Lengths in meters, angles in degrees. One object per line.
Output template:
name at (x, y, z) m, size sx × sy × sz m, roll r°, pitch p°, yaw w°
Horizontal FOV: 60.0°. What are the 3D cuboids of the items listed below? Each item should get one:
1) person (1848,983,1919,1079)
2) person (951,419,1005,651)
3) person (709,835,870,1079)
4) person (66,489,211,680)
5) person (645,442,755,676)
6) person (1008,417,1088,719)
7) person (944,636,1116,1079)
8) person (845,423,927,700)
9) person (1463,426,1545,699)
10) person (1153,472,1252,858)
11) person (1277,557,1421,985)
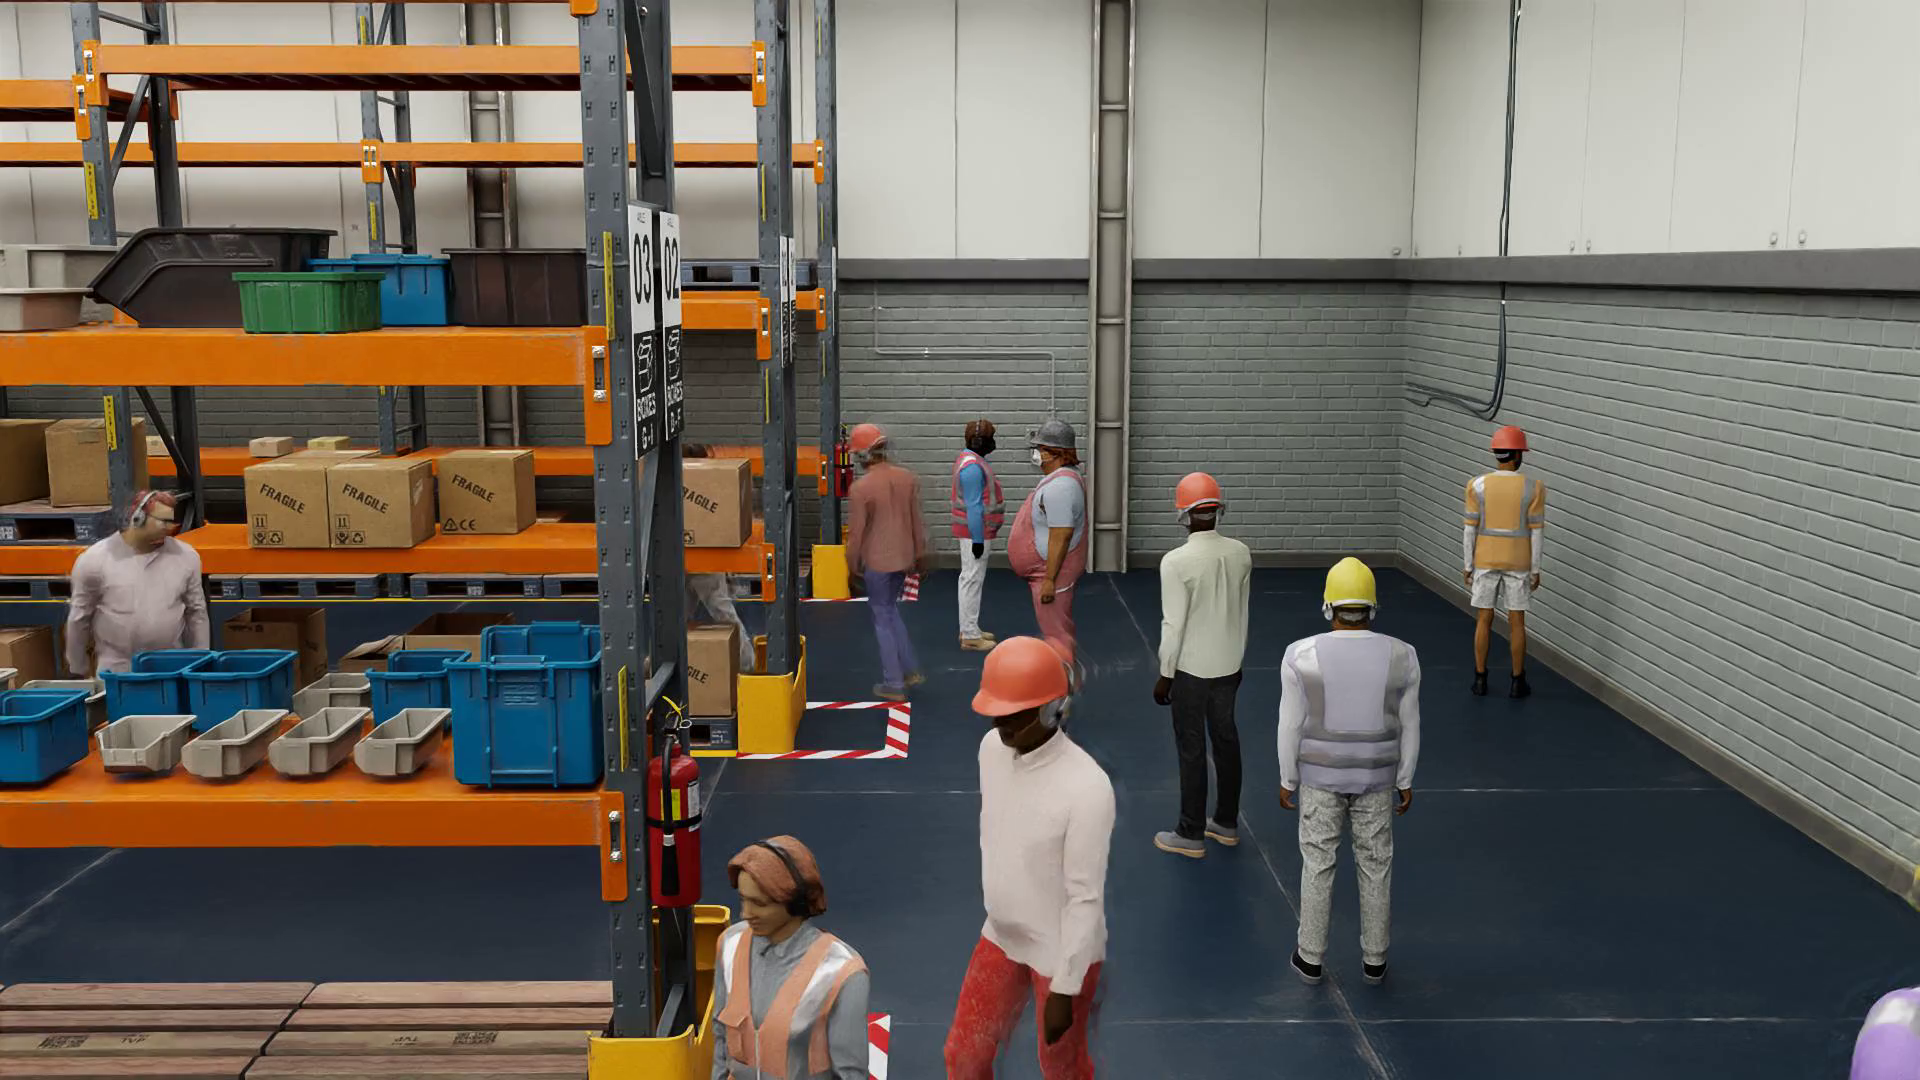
person at (2.061, 1.538, 3.521) m, size 0.604 × 1.872 × 1.009 m, roll -6°, pitch 11°, yaw -30°
person at (0.143, -0.047, 13.325) m, size 0.429 × 1.841 × 0.634 m, roll 0°, pitch 9°, yaw -1°
person at (-0.428, 1.537, 4.253) m, size 0.528 × 1.630 × 0.320 m, roll 7°, pitch 12°, yaw 37°
person at (-4.391, 0.652, 8.952) m, size 0.673 × 1.870 × 0.467 m, roll -9°, pitch 13°, yaw -42°
person at (-1.929, 0.178, 12.133) m, size 1.032 × 1.781 × 0.646 m, roll 0°, pitch 9°, yaw -3°
person at (0.593, 0.185, 11.292) m, size 0.537 × 2.000 × 0.683 m, roll 1°, pitch 9°, yaw 7°
person at (0.156, 1.248, 5.021) m, size 0.819 × 1.954 × 0.632 m, roll -7°, pitch 12°, yaw -37°
person at (-0.553, 0.160, 11.719) m, size 0.508 × 1.955 × 0.654 m, roll 8°, pitch 12°, yaw 42°
person at (3.847, 0.157, 11.793) m, size 0.546 × 1.934 × 0.376 m, roll 4°, pitch 10°, yaw 24°
person at (1.242, 0.643, 8.633) m, size 0.613 × 1.991 × 0.392 m, roll -7°, pitch 12°, yaw -37°
person at (1.633, 0.981, 7.037) m, size 0.590 × 1.837 × 0.404 m, roll 1°, pitch 9°, yaw 4°
